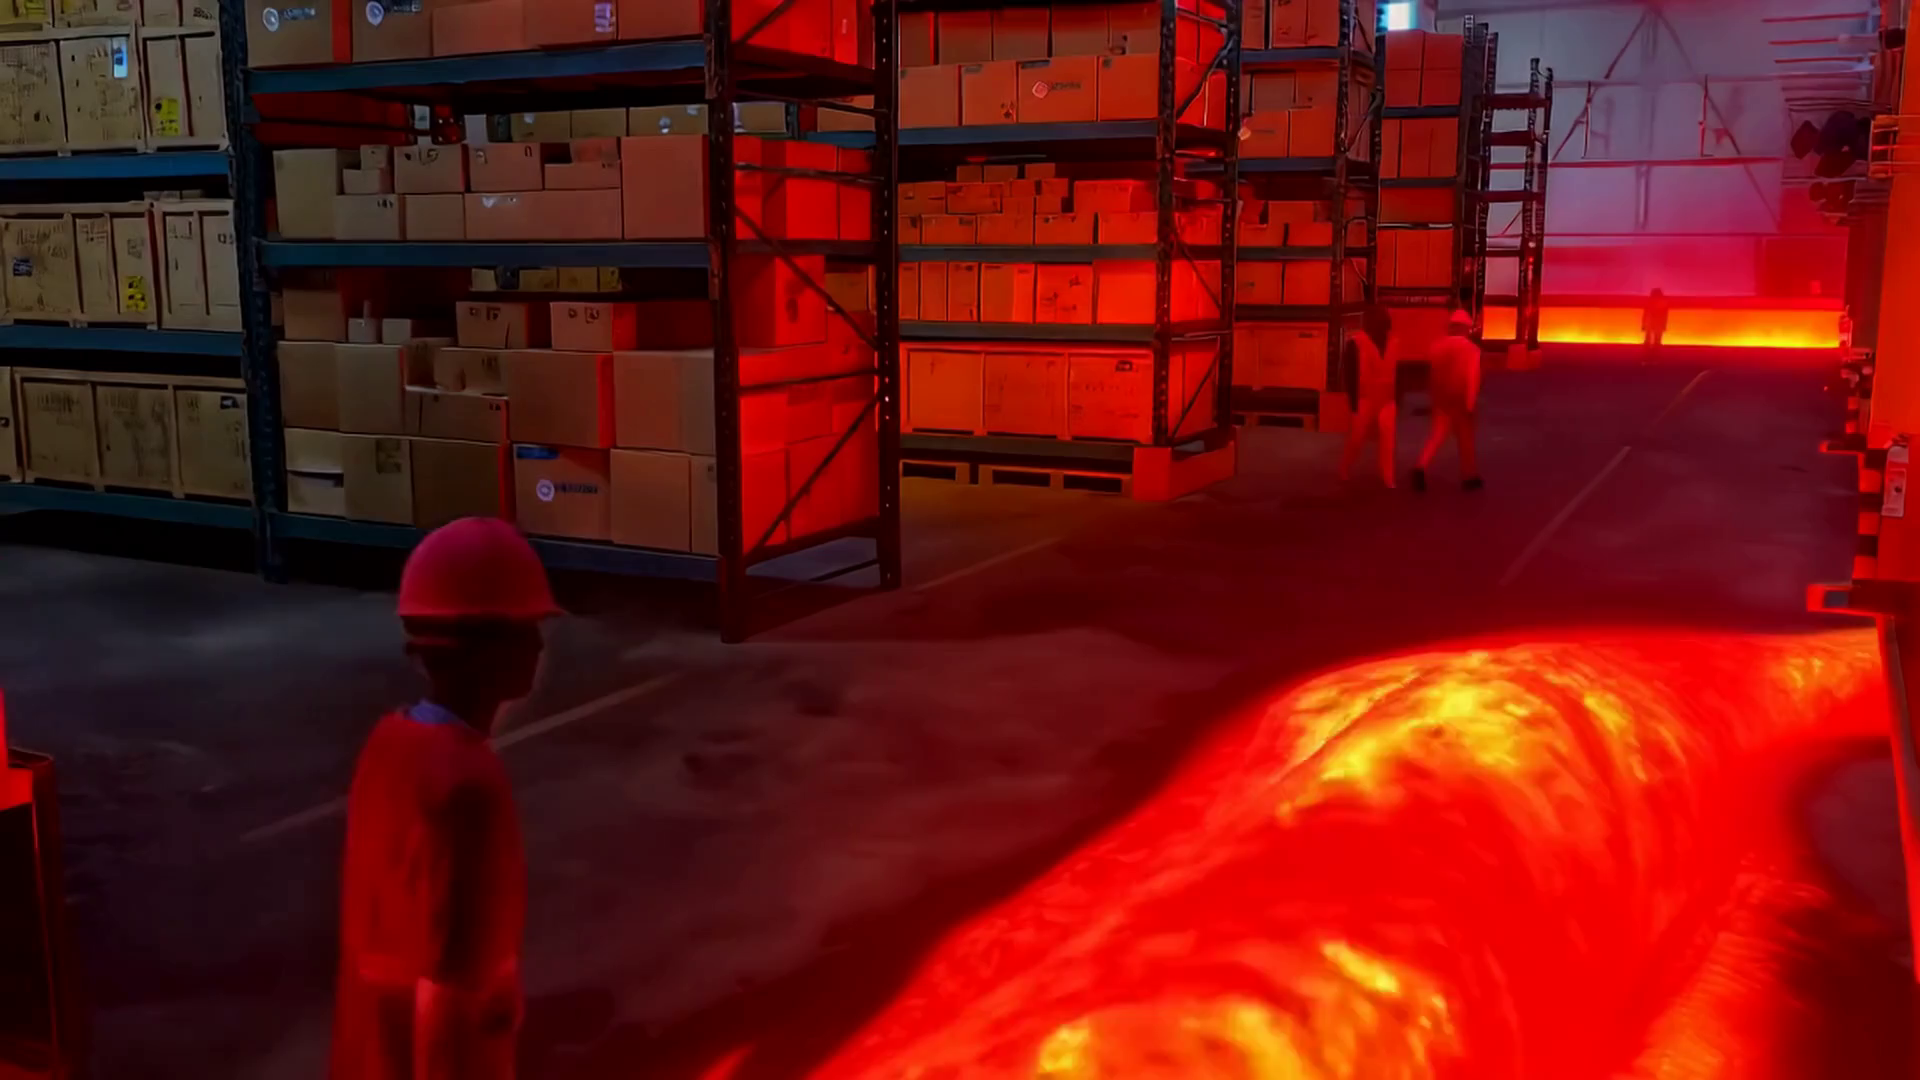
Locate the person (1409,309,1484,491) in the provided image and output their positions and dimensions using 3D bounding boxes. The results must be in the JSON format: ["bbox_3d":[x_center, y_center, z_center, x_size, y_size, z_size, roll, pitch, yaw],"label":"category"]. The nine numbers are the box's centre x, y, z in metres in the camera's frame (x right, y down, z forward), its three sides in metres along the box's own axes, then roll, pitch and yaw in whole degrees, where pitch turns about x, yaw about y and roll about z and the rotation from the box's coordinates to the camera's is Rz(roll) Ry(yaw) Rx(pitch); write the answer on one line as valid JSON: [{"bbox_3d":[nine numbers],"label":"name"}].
[{"bbox_3d":[4.771,-1.351,16.208,0.758,1.797,0.601,-8,13,-39],"label":"person"}]

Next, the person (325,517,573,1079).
[{"bbox_3d":[-0.900,0.913,2.872,0.934,1.886,0.554,-7,12,-37],"label":"person"}]

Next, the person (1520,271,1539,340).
[{"bbox_3d":[13.074,-5.205,38.112,0.551,1.932,0.378,-5,11,-27],"label":"person"}]

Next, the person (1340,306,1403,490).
[{"bbox_3d":[4.092,-1.418,16.547,0.666,1.816,0.717,-3,10,-14],"label":"person"}]

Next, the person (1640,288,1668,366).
[{"bbox_3d":[14.232,-4.355,34.133,0.545,1.595,0.823,6,11,31],"label":"person"}]
